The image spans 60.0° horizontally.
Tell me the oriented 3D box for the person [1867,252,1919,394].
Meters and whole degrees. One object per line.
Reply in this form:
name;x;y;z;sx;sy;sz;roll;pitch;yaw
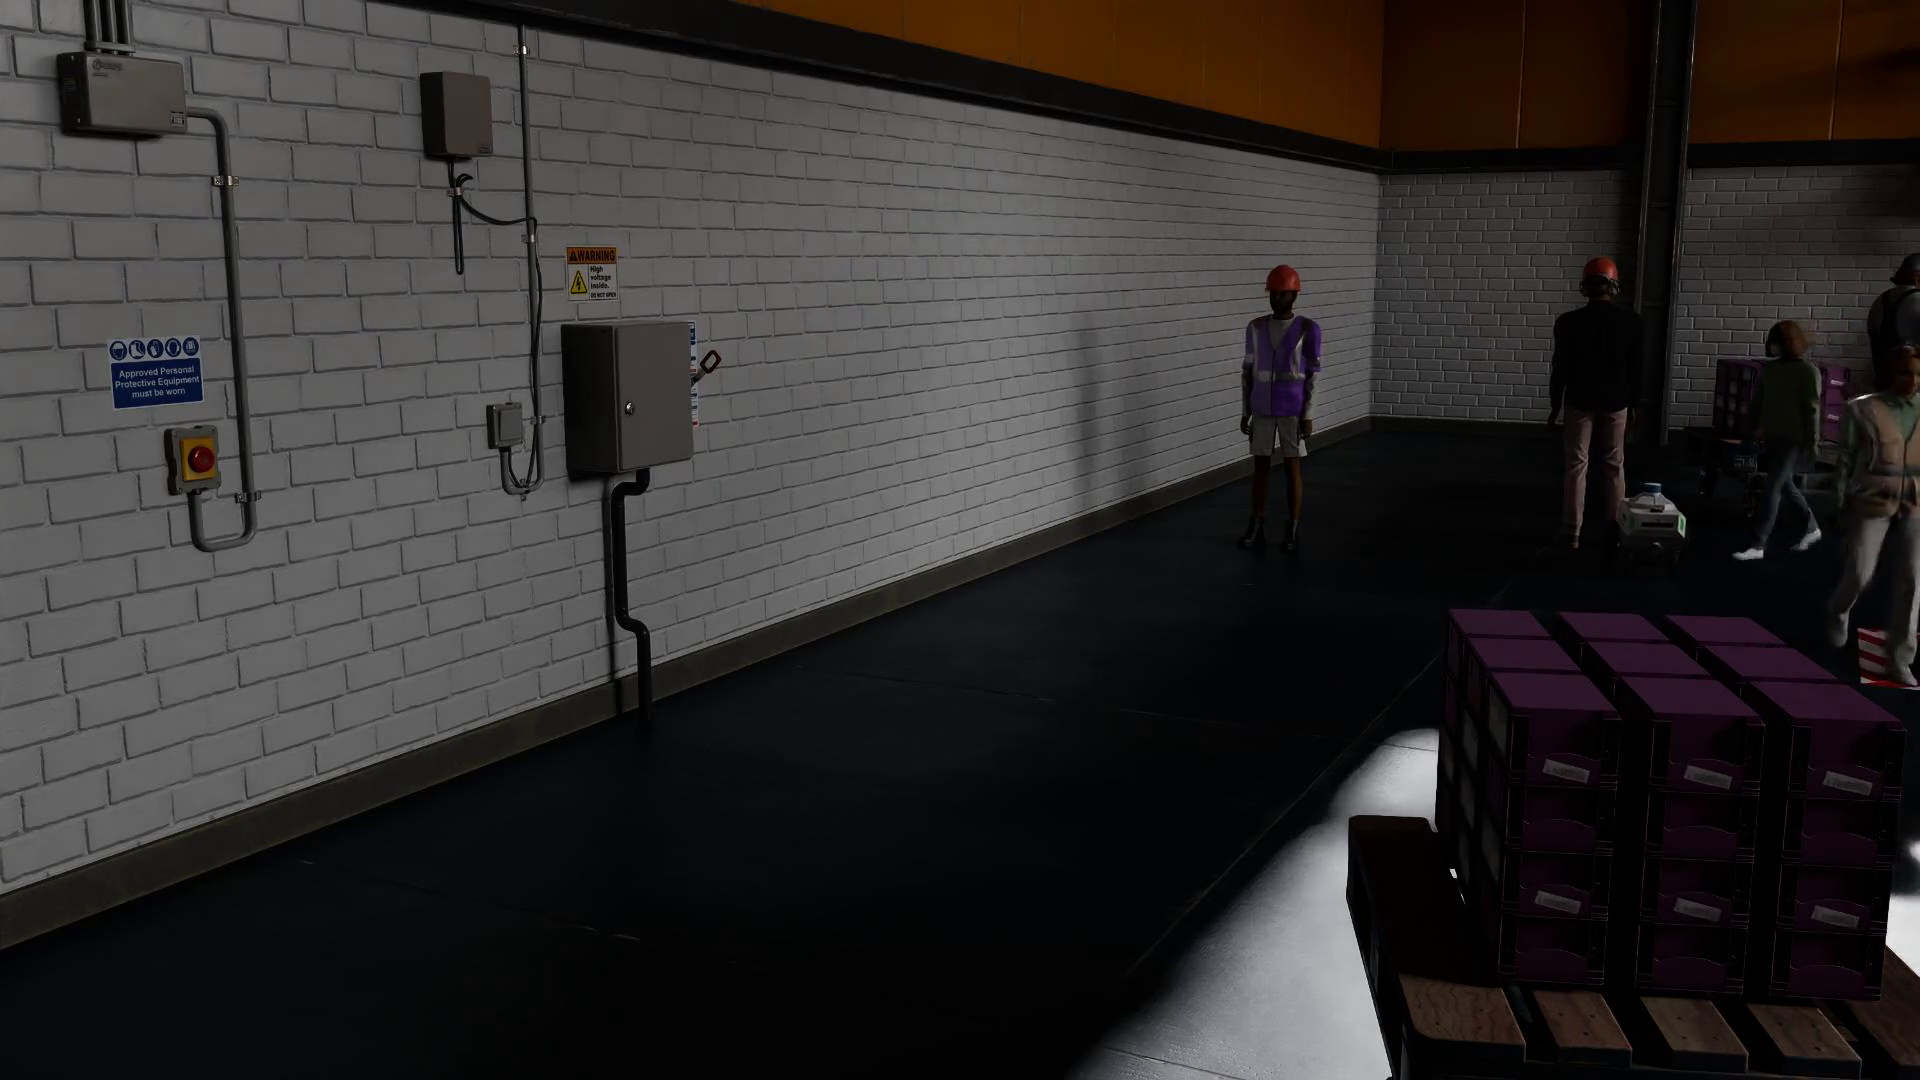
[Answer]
person;8.464;-1.548;14.835;0.536;2.000;0.675;-2;10;-14

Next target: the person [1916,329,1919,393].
person;8.231;-1.292;13.907;0.987;1.855;0.644;3;10;17

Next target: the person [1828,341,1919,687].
person;4.456;-0.151;7.997;0.522;1.614;0.667;2;10;14

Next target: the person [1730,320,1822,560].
person;5.514;-0.673;11.082;0.858;1.587;0.500;-3;10;-19

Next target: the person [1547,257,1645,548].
person;4.342;-0.928;11.393;0.610;1.989;0.392;1;10;7

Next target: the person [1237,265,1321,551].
person;2.170;-0.896;11.352;0.544;1.942;0.347;5;11;28

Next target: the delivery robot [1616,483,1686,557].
delivery robot;4.401;-0.122;10.605;0.477;0.478;0.707;3;10;15
